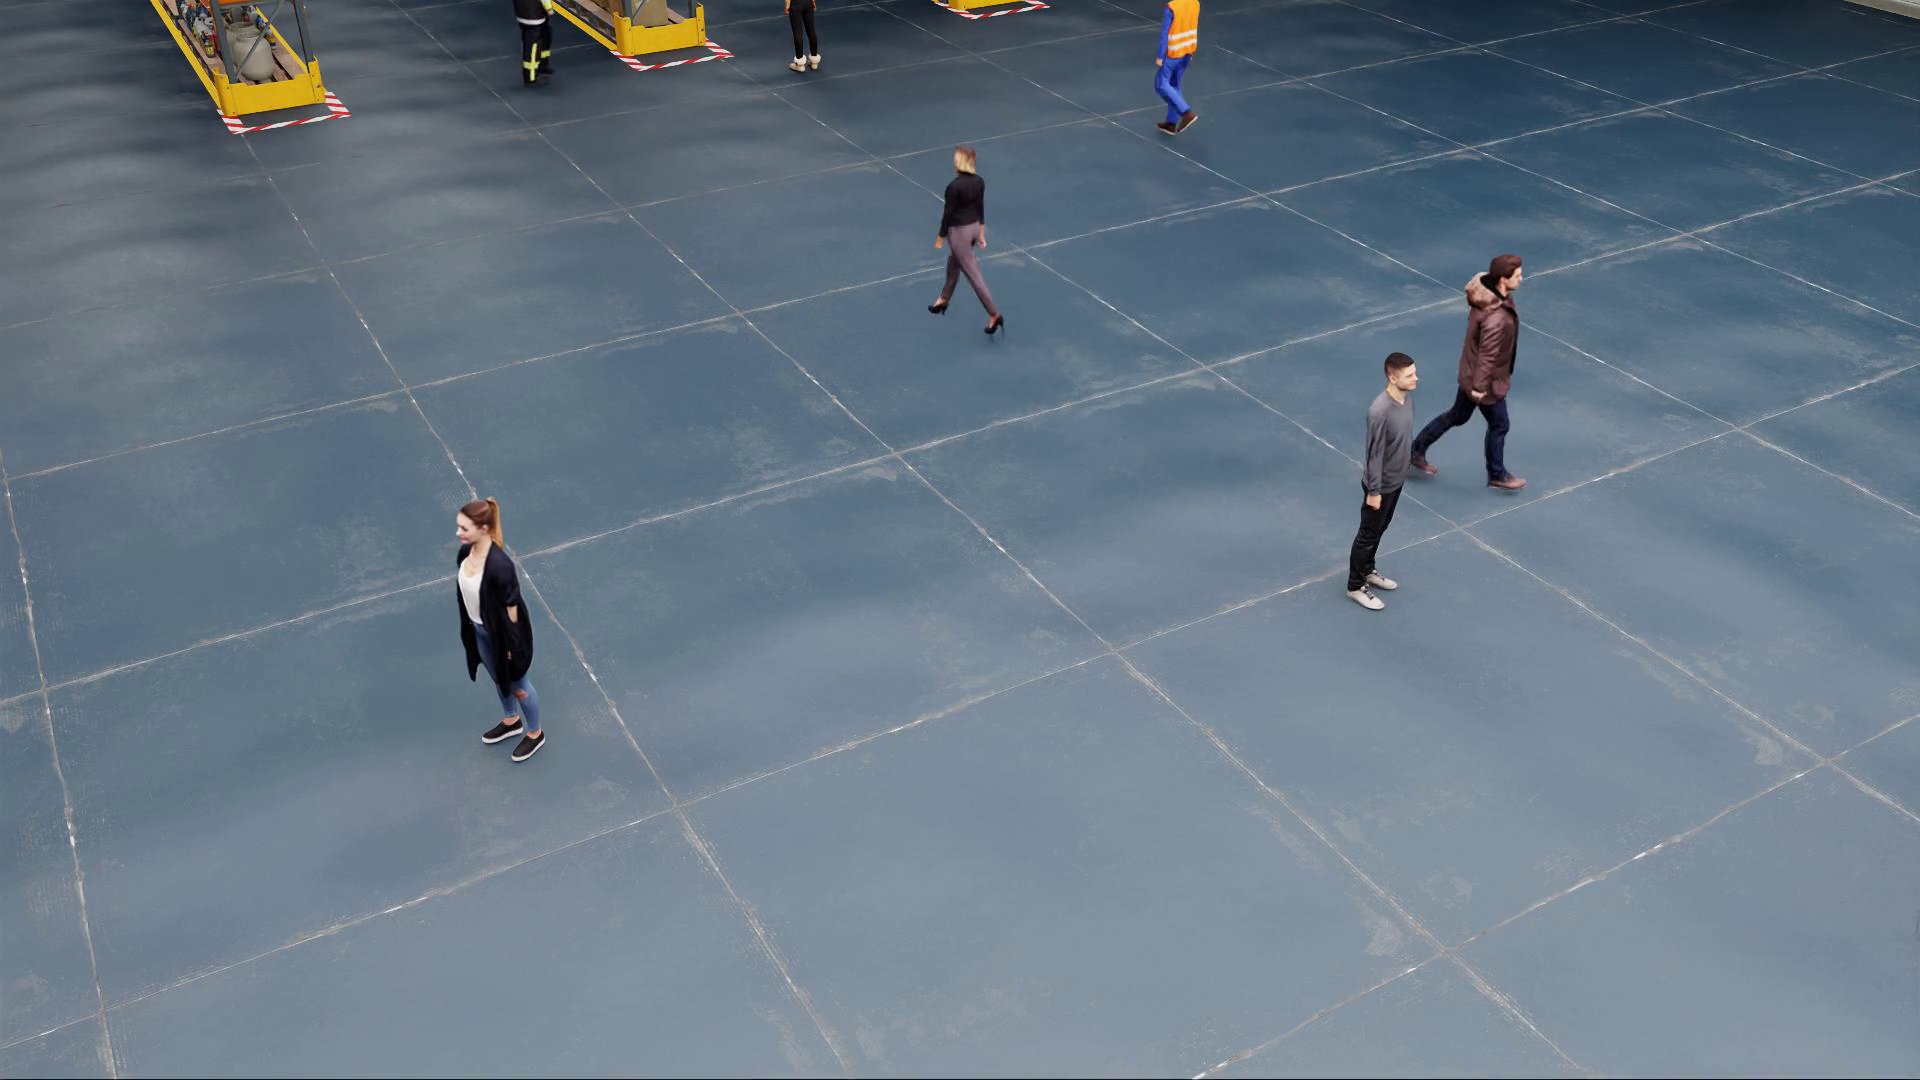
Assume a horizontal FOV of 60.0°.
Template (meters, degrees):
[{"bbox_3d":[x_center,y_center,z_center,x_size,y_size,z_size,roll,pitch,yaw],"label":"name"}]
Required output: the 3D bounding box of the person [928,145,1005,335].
[{"bbox_3d":[0.112,-2.516,14.293,1.153,1.612,0.919,19,37,28],"label":"person"}]

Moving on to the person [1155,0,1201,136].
[{"bbox_3d":[2.488,-5.430,18.694,0.798,1.845,0.944,-25,40,-34],"label":"person"}]

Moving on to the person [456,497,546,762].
[{"bbox_3d":[-2.615,0.504,9.439,0.614,1.683,0.761,25,40,34],"label":"person"}]

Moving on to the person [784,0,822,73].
[{"bbox_3d":[-2.008,-6.782,21.012,0.583,1.659,0.534,-16,36,-24],"label":"person"}]

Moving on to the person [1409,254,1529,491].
[{"bbox_3d":[3.683,-1.199,12.023,1.255,1.807,1.230,6,33,9],"label":"person"}]

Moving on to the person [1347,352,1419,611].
[{"bbox_3d":[2.748,-0.405,10.807,0.699,1.761,0.699,19,37,27],"label":"person"}]

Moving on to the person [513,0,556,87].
[{"bbox_3d":[-5.352,-6.560,20.373,0.812,1.966,0.642,-17,36,-25],"label":"person"}]
